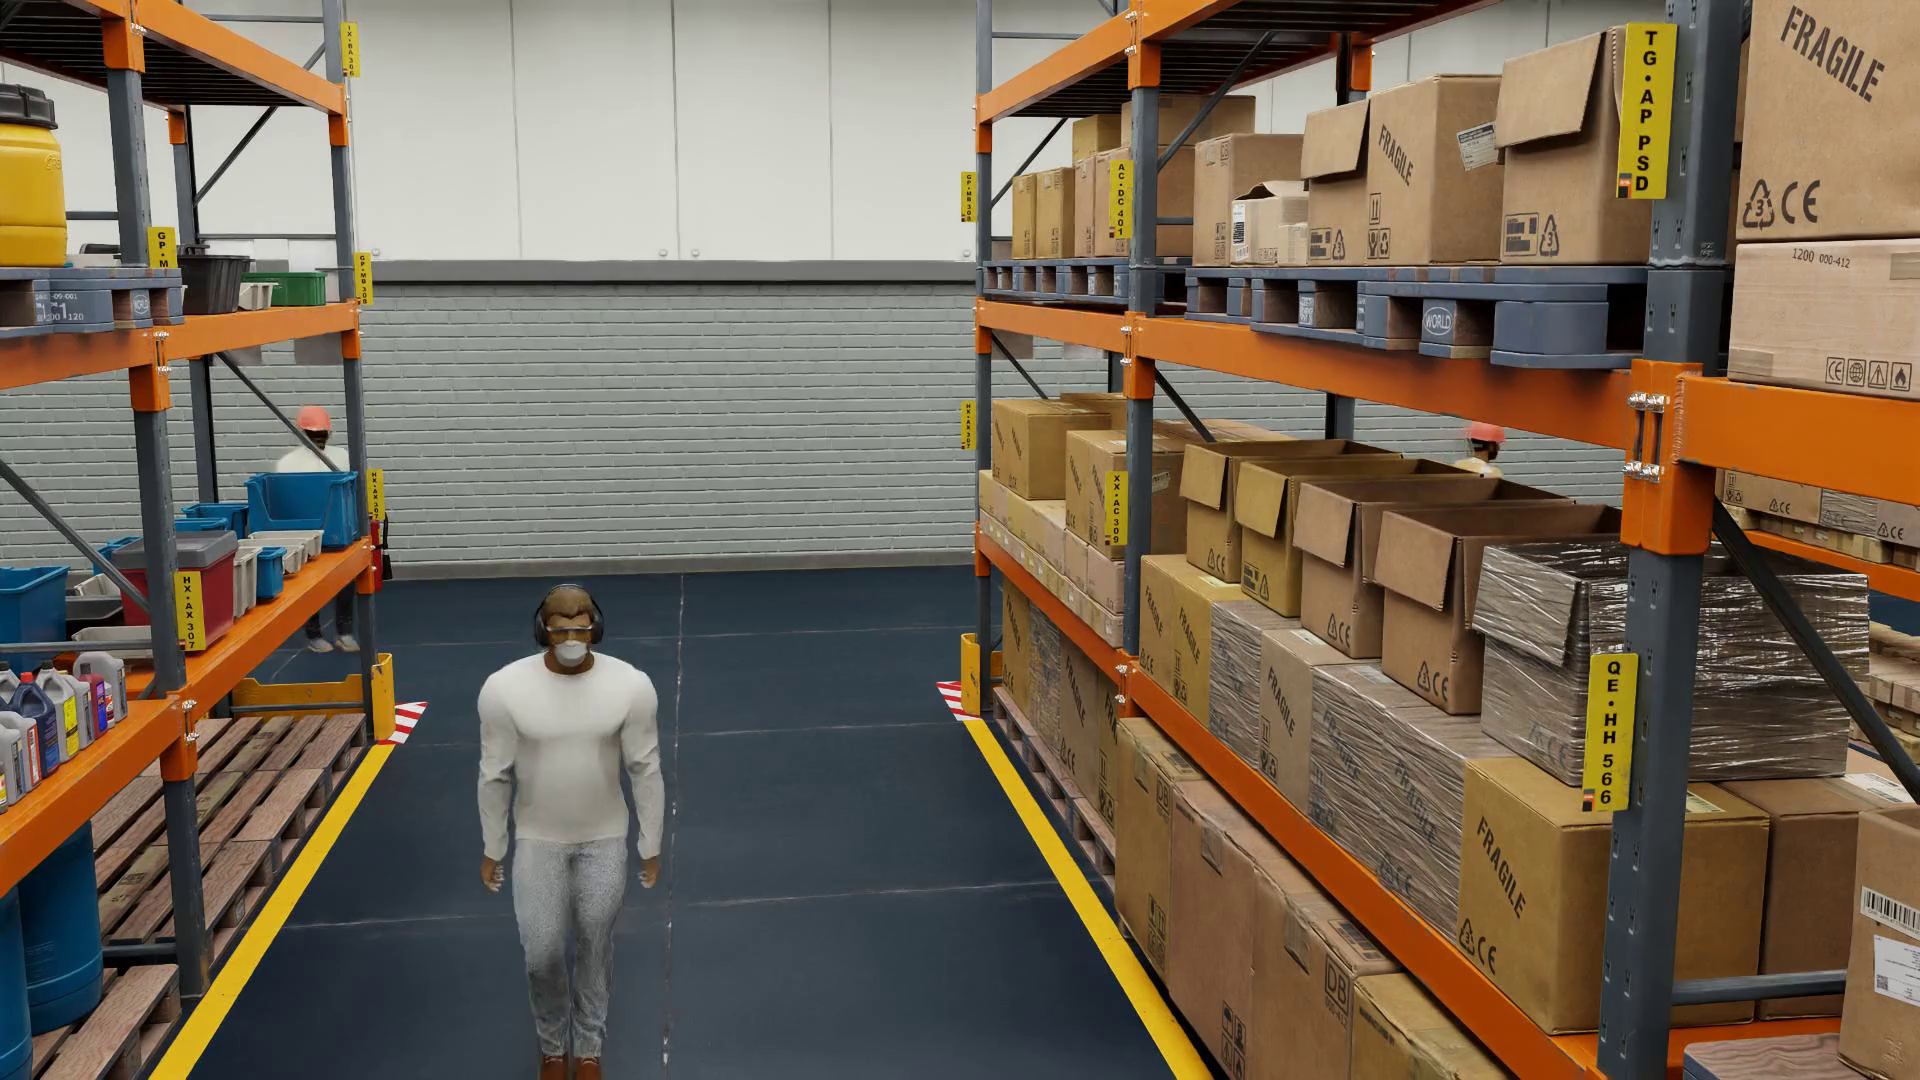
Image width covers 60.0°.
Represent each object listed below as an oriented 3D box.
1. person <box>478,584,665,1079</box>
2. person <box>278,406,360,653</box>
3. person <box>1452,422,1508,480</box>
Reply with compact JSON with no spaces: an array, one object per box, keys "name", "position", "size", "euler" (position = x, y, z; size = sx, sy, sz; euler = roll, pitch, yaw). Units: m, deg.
[{"name":"person","position":[-1.392,1.107,6.019],"size":[0.659,1.923,0.472],"euler":[-3,10,-18]},{"name":"person","position":[-5.010,-0.067,13.084],"size":[0.673,1.978,0.656],"euler":[-9,13,-44]},{"name":"person","position":[3.941,0.024,12.728],"size":[0.472,1.916,0.568],"euler":[-3,10,-18]}]
